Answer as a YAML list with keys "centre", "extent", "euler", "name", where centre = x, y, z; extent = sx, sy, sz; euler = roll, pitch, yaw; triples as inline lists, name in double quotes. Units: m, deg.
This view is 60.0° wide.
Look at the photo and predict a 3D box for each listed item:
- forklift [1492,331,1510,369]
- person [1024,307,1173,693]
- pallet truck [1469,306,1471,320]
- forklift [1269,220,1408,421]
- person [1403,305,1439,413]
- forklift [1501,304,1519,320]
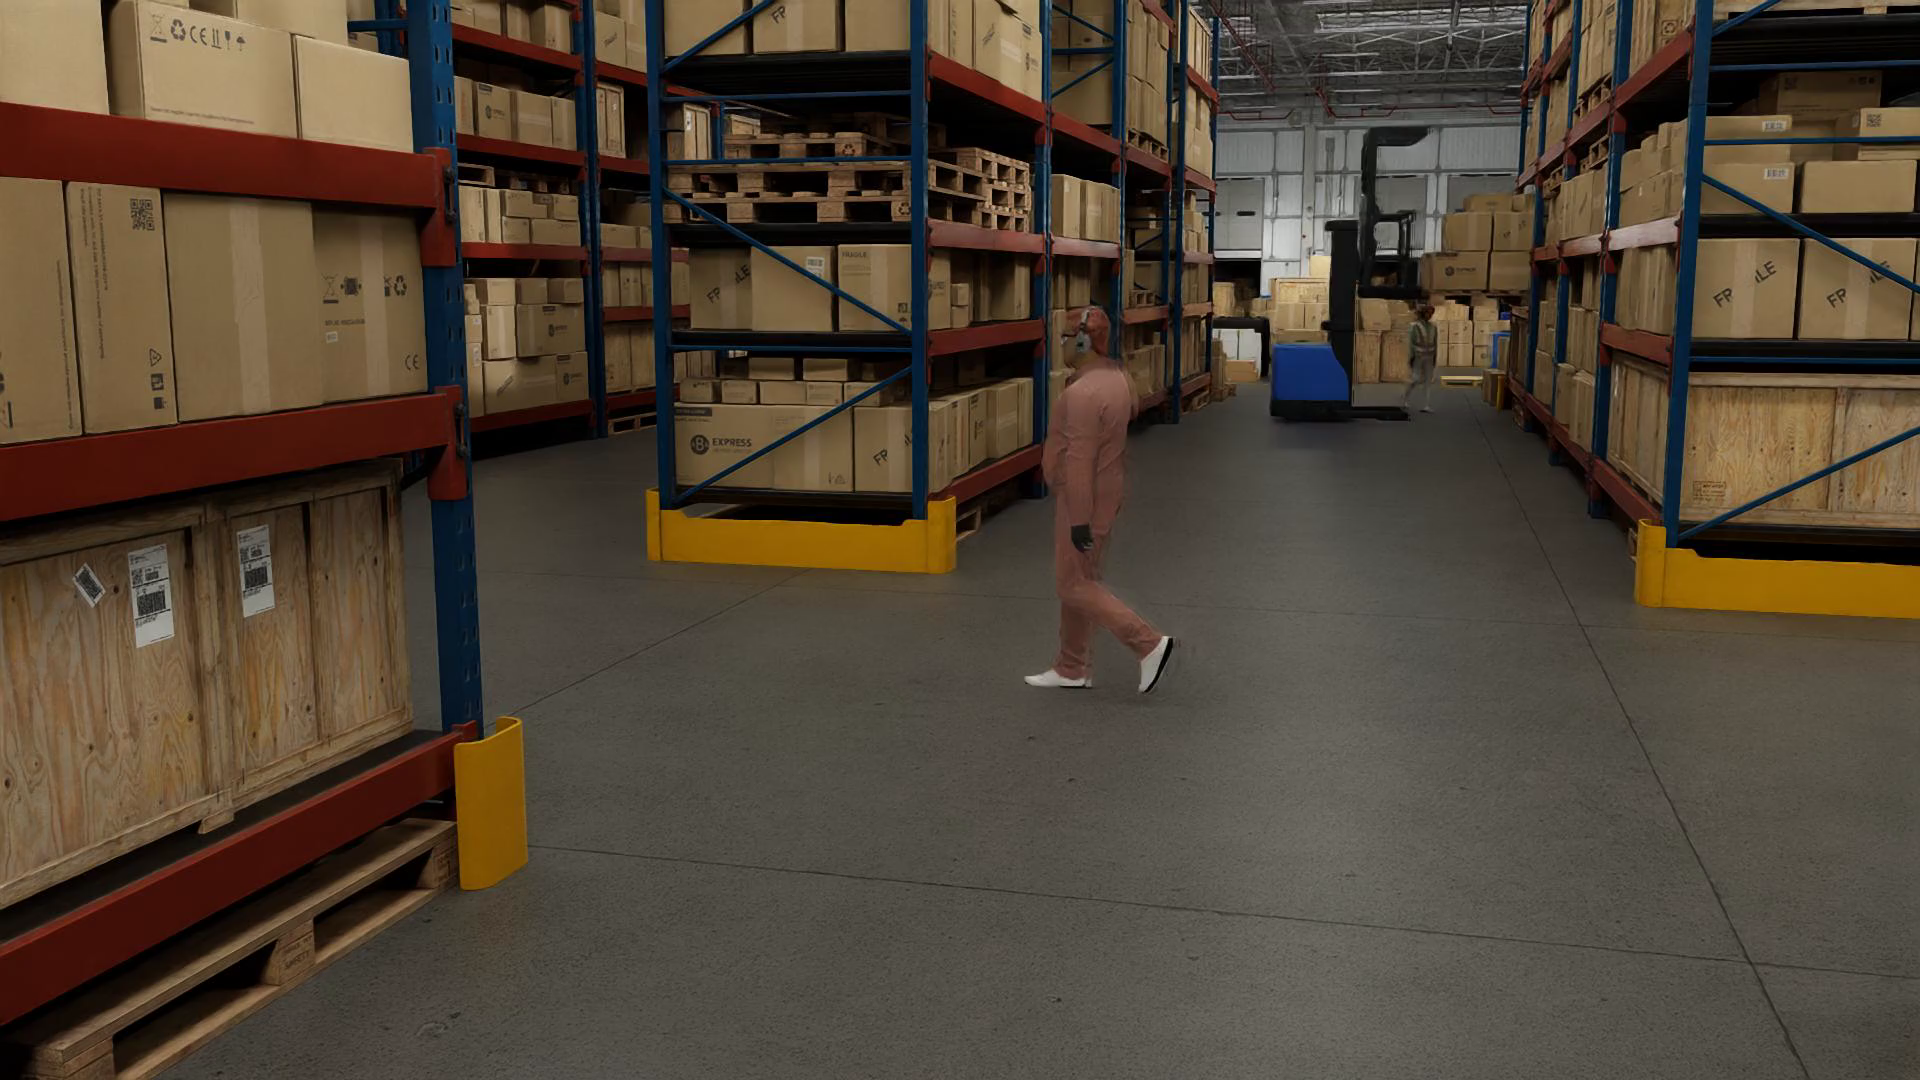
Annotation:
- centre: [10.276, -3.913, 28.631]
  extent: [1.873, 2.768, 1.129]
  euler: [-2, 9, -10]
  name: "forklift"
- centre: [0.672, -0.169, 8.001]
  extent: [0.709, 1.887, 0.650]
  euler: [3, 10, 20]
  name: "person"
- centre: [18.896, -8.459, 60.307]
  extent: [1.885, 1.965, 0.823]
  euler: [5, 10, 31]
  name: "pallet truck"
- centre: [5.380, -3.115, 23.566]
  extent: [1.873, 2.768, 1.129]
  euler: [1, 9, 9]
  name: "forklift"
- centre: [6.977, -2.741, 25.122]
  extent: [0.538, 1.623, 0.463]
  euler: [-4, 10, -22]
  name: "person"
- centre: [15.612, -6.692, 46.291]
  extent: [1.129, 2.768, 1.873]
  euler: [2, 9, 15]
  name: "forklift"
